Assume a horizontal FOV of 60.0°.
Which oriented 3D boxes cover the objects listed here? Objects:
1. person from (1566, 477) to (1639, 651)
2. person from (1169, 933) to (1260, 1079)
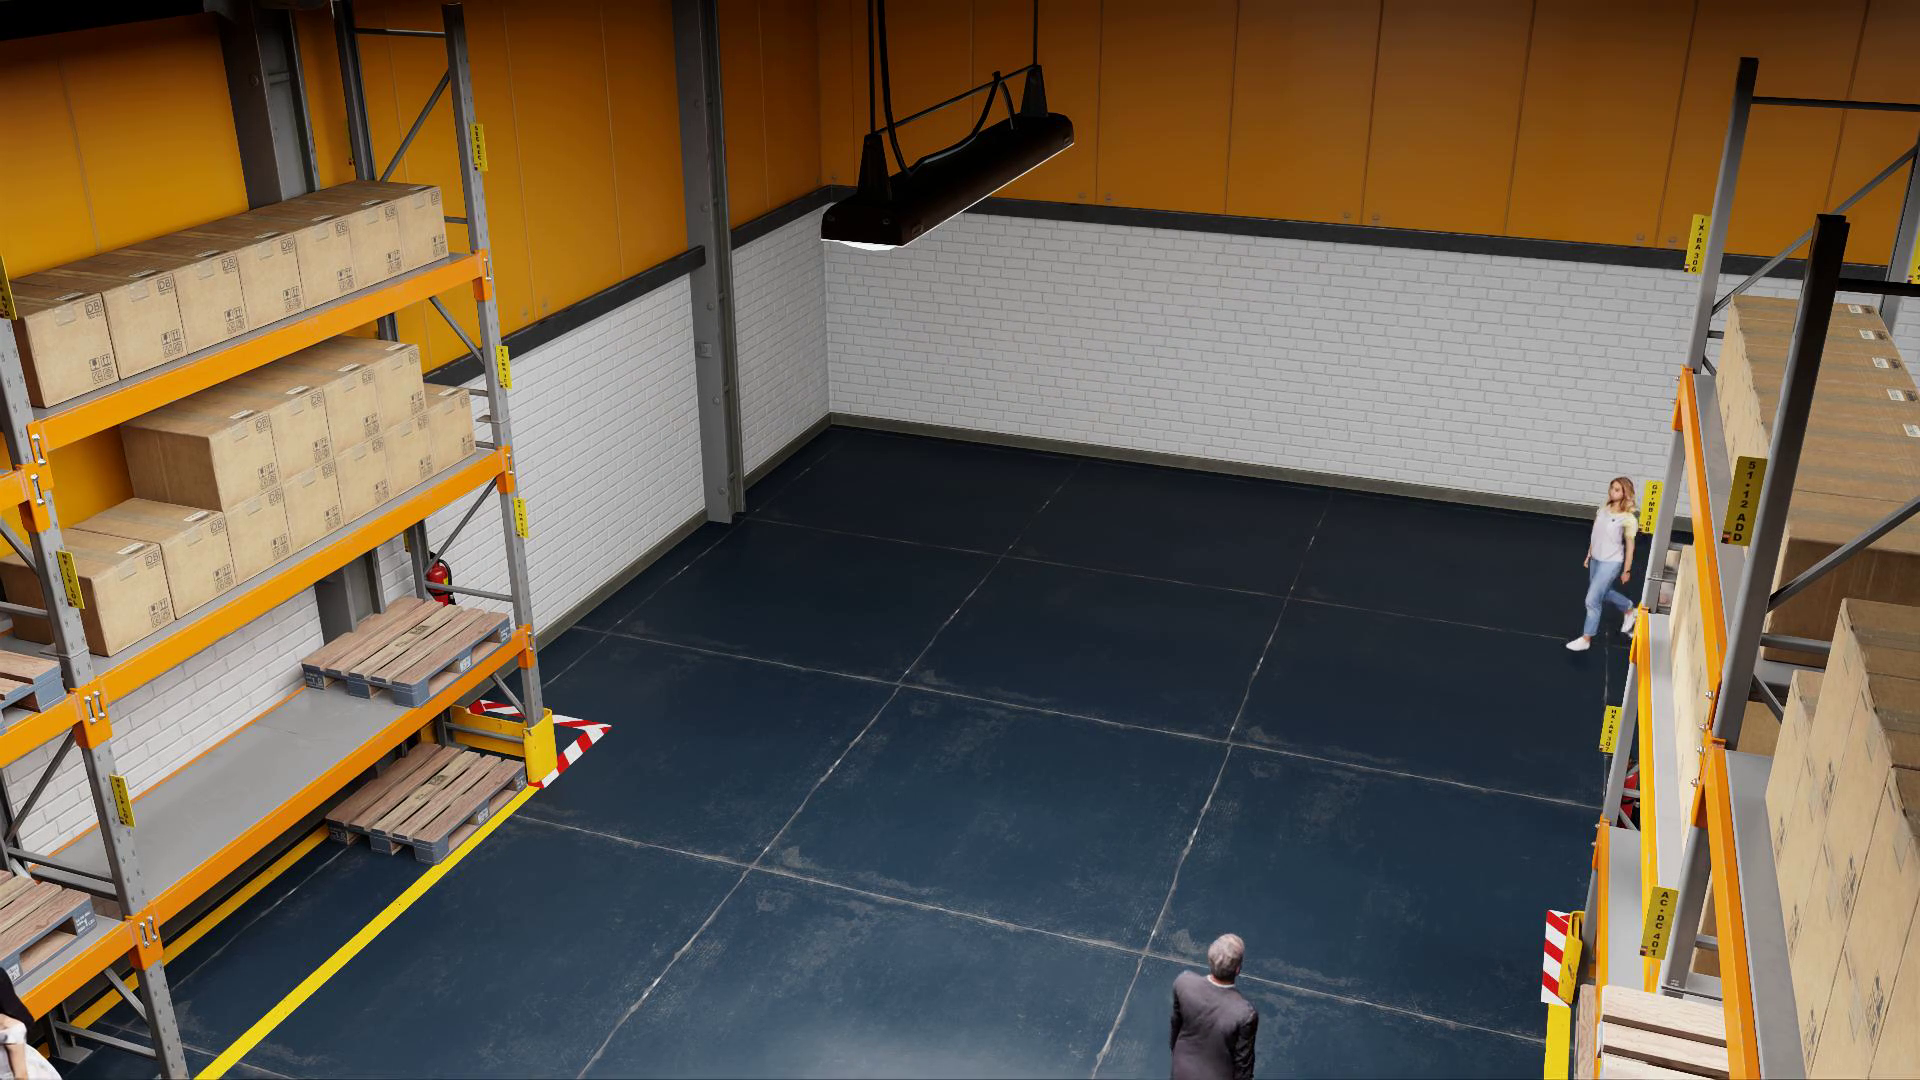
[{"bbox_3d":[6.029,0.209,15.319,1.074,1.700,1.083,-8,25,-17],"label":"person"},{"bbox_3d":[1.294,2.937,8.950,0.909,1.804,1.243,15,28,30],"label":"person"}]
